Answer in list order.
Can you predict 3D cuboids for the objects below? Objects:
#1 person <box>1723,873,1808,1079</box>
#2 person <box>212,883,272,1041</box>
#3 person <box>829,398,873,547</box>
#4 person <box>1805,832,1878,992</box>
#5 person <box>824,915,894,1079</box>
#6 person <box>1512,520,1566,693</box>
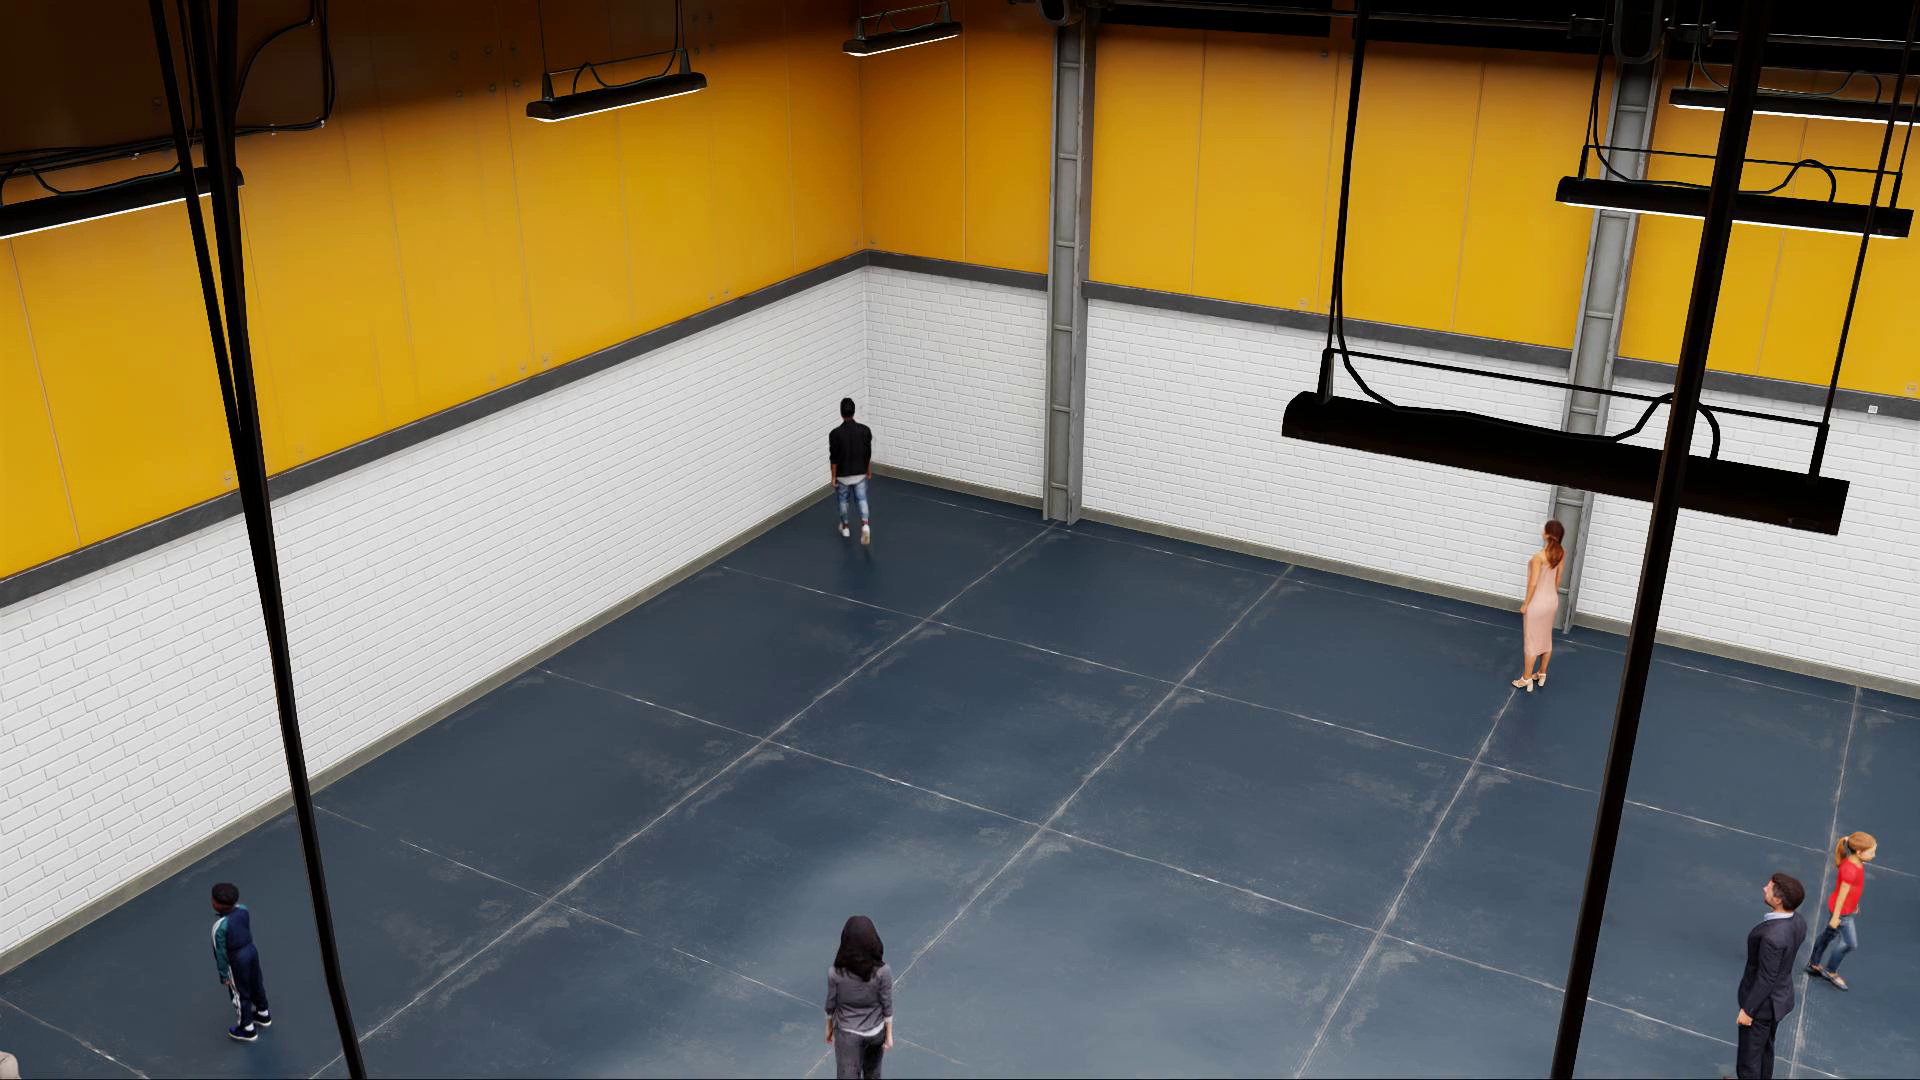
[{"bbox_3d":[5.333,3.032,11.053,0.662,1.867,0.696,21,31,39],"label":"person"},{"bbox_3d":[-5.160,2.995,11.902,0.545,1.255,0.541,6,24,12],"label":"person"},{"bbox_3d":[-1.276,-0.796,19.907,1.097,1.790,1.166,-7,25,-16],"label":"person"},{"bbox_3d":[6.527,2.732,12.445,0.557,1.301,0.529,16,28,32],"label":"person"},{"bbox_3d":[-0.646,3.252,10.724,1.137,1.727,1.056,-1,24,-3],"label":"person"},{"bbox_3d":[5.799,0.643,16.564,0.665,1.830,0.681,-12,26,-25],"label":"person"}]
